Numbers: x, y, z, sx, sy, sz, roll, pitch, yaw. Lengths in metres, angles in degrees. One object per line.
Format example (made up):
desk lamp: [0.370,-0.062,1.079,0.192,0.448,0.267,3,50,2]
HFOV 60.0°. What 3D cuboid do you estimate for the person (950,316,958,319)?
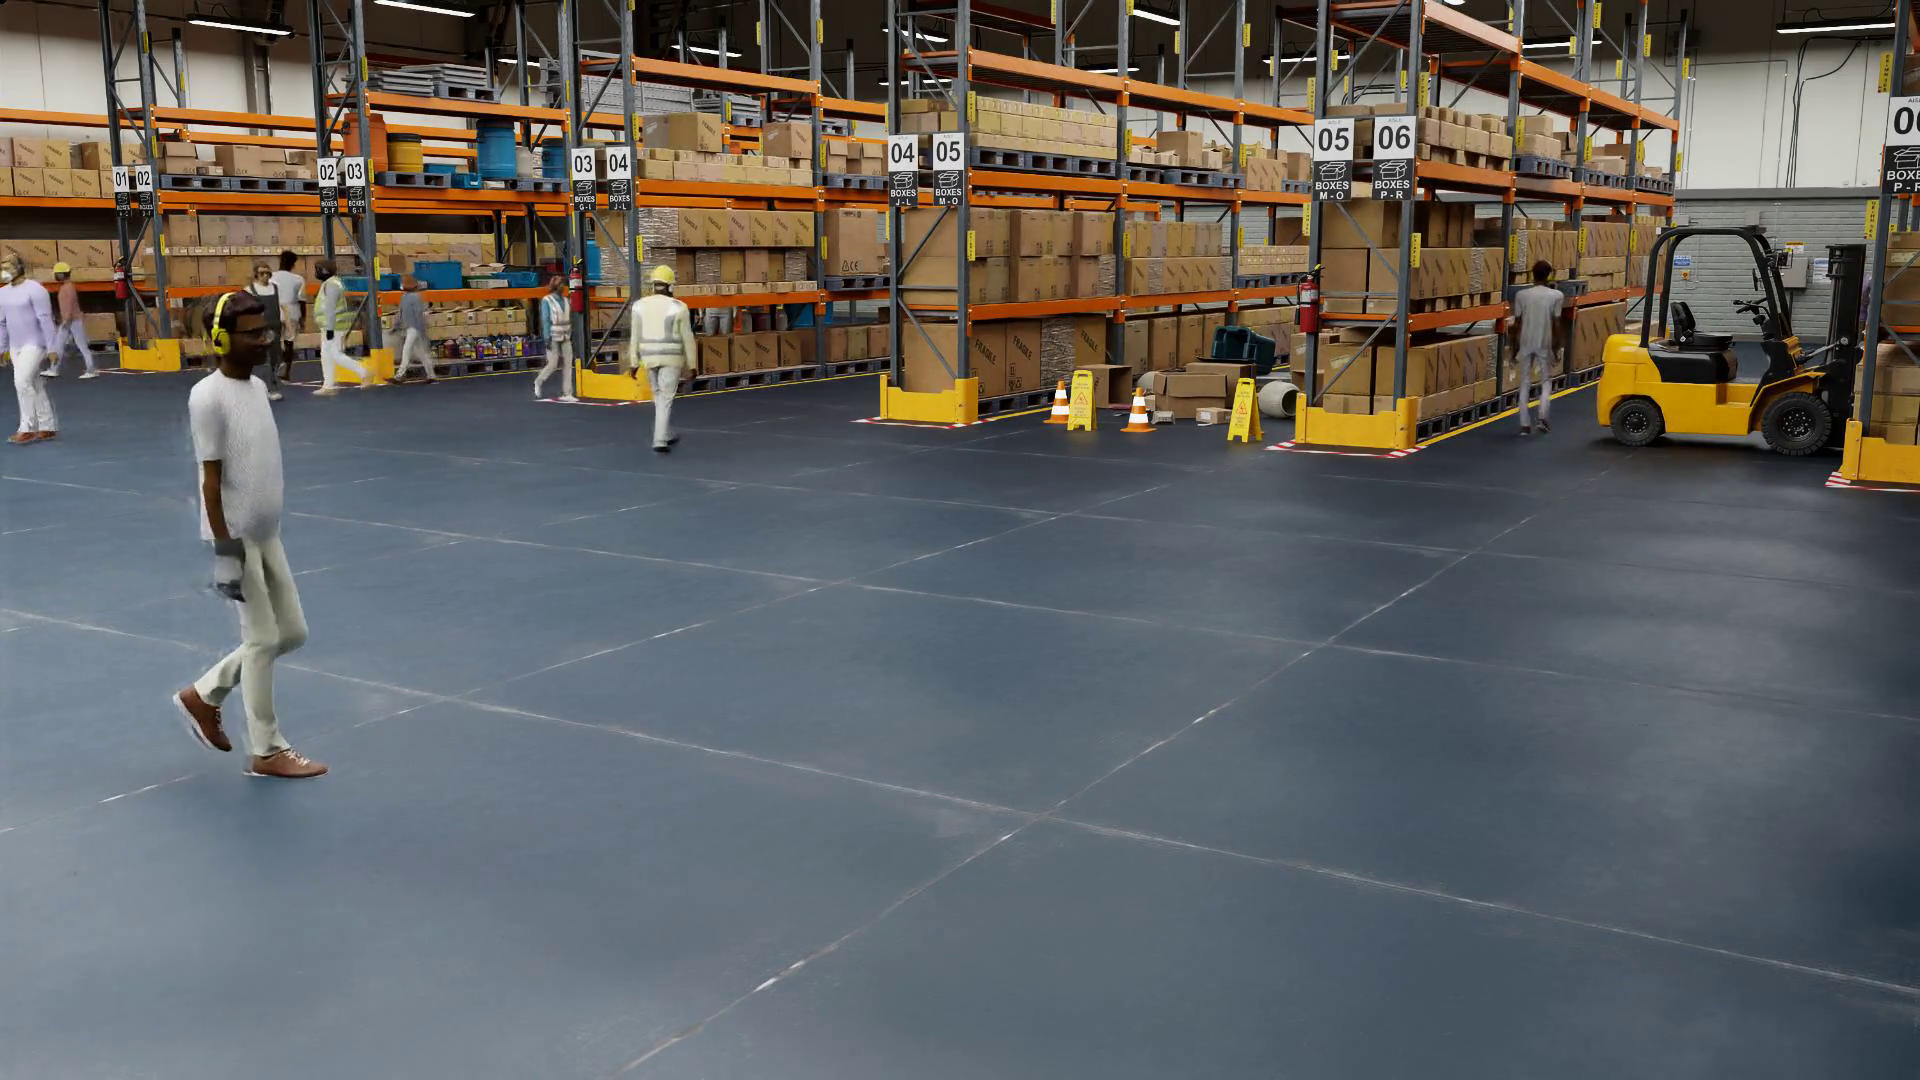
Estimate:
person: [0.113,-3.018,22.627,0.606,2.035,0.403,6,12,31]

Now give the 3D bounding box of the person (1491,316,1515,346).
person: [9.223,-3.949,28.192,0.578,1.895,0.918,8,13,36]

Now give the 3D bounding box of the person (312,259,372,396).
person: [-8.282,-2.826,22.132,0.682,1.819,0.631,-5,11,-27]

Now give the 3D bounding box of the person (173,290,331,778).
person: [-2.718,-0.002,6.228,0.551,1.856,0.516,1,10,5]

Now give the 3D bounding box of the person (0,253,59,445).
person: [-9.489,-1.910,16.729,0.661,1.912,0.781,4,11,23]

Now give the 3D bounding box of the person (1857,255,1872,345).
person: [12.799,-3.180,23.850,0.585,1.921,0.392,6,12,30]

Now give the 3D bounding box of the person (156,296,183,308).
person: [-14.609,-4.264,30.739,0.494,1.624,0.279,0,10,0]

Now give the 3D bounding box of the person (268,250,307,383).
person: [-9.752,-3.221,24.032,0.632,1.931,0.519,-5,11,-27]

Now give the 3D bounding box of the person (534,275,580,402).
person: [-5.164,-2.561,21.205,0.553,1.617,0.525,6,12,32]

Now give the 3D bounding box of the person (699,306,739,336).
person: [-3.665,-3.436,25.266,0.629,1.932,0.373,0,10,0]

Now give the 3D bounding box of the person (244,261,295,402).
person: [-8.982,-2.707,21.547,0.510,1.801,0.948,-9,14,-42]

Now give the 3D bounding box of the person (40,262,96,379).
person: [-13.346,-3.241,24.722,0.528,1.733,0.845,10,14,44]

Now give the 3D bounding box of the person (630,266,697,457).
person: [-2.791,-1.727,16.023,0.624,1.799,0.849,3,11,19]

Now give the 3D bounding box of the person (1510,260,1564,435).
person: [6.114,-2.039,17.655,0.547,1.848,0.552,5,11,25]

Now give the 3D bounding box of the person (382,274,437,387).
person: [-7.834,-2.971,23.595,0.834,1.586,0.507,-8,13,-38]

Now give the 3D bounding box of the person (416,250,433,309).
person: [-10.565,-4.747,32.715,0.576,1.885,0.355,6,12,31]
